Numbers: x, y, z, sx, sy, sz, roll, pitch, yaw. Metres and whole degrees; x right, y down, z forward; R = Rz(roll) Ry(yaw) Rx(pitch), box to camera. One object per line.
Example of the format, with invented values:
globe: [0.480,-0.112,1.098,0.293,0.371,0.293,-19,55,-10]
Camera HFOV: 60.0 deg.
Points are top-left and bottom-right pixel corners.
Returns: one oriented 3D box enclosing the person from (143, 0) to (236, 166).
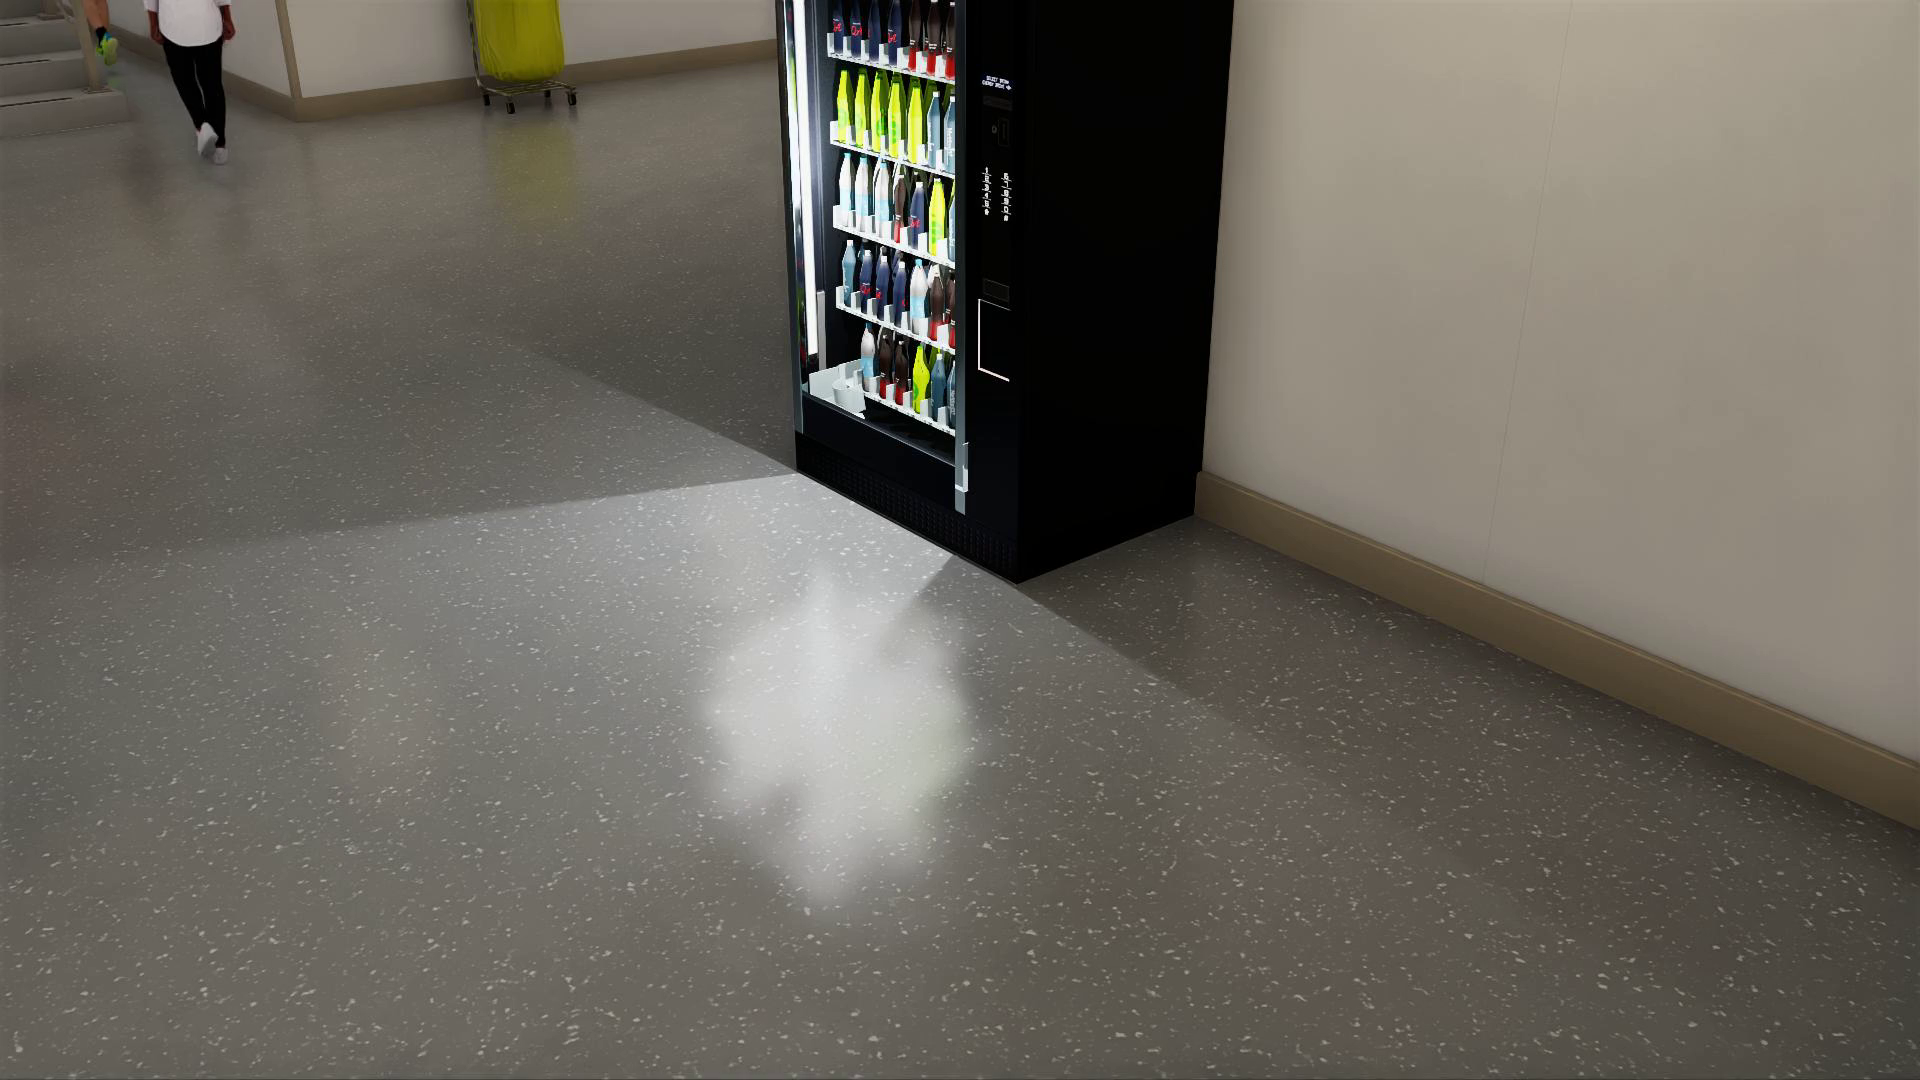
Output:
person: [-4.641,-3.157,10.035,0.730,1.800,0.802,-13,29,-25]
